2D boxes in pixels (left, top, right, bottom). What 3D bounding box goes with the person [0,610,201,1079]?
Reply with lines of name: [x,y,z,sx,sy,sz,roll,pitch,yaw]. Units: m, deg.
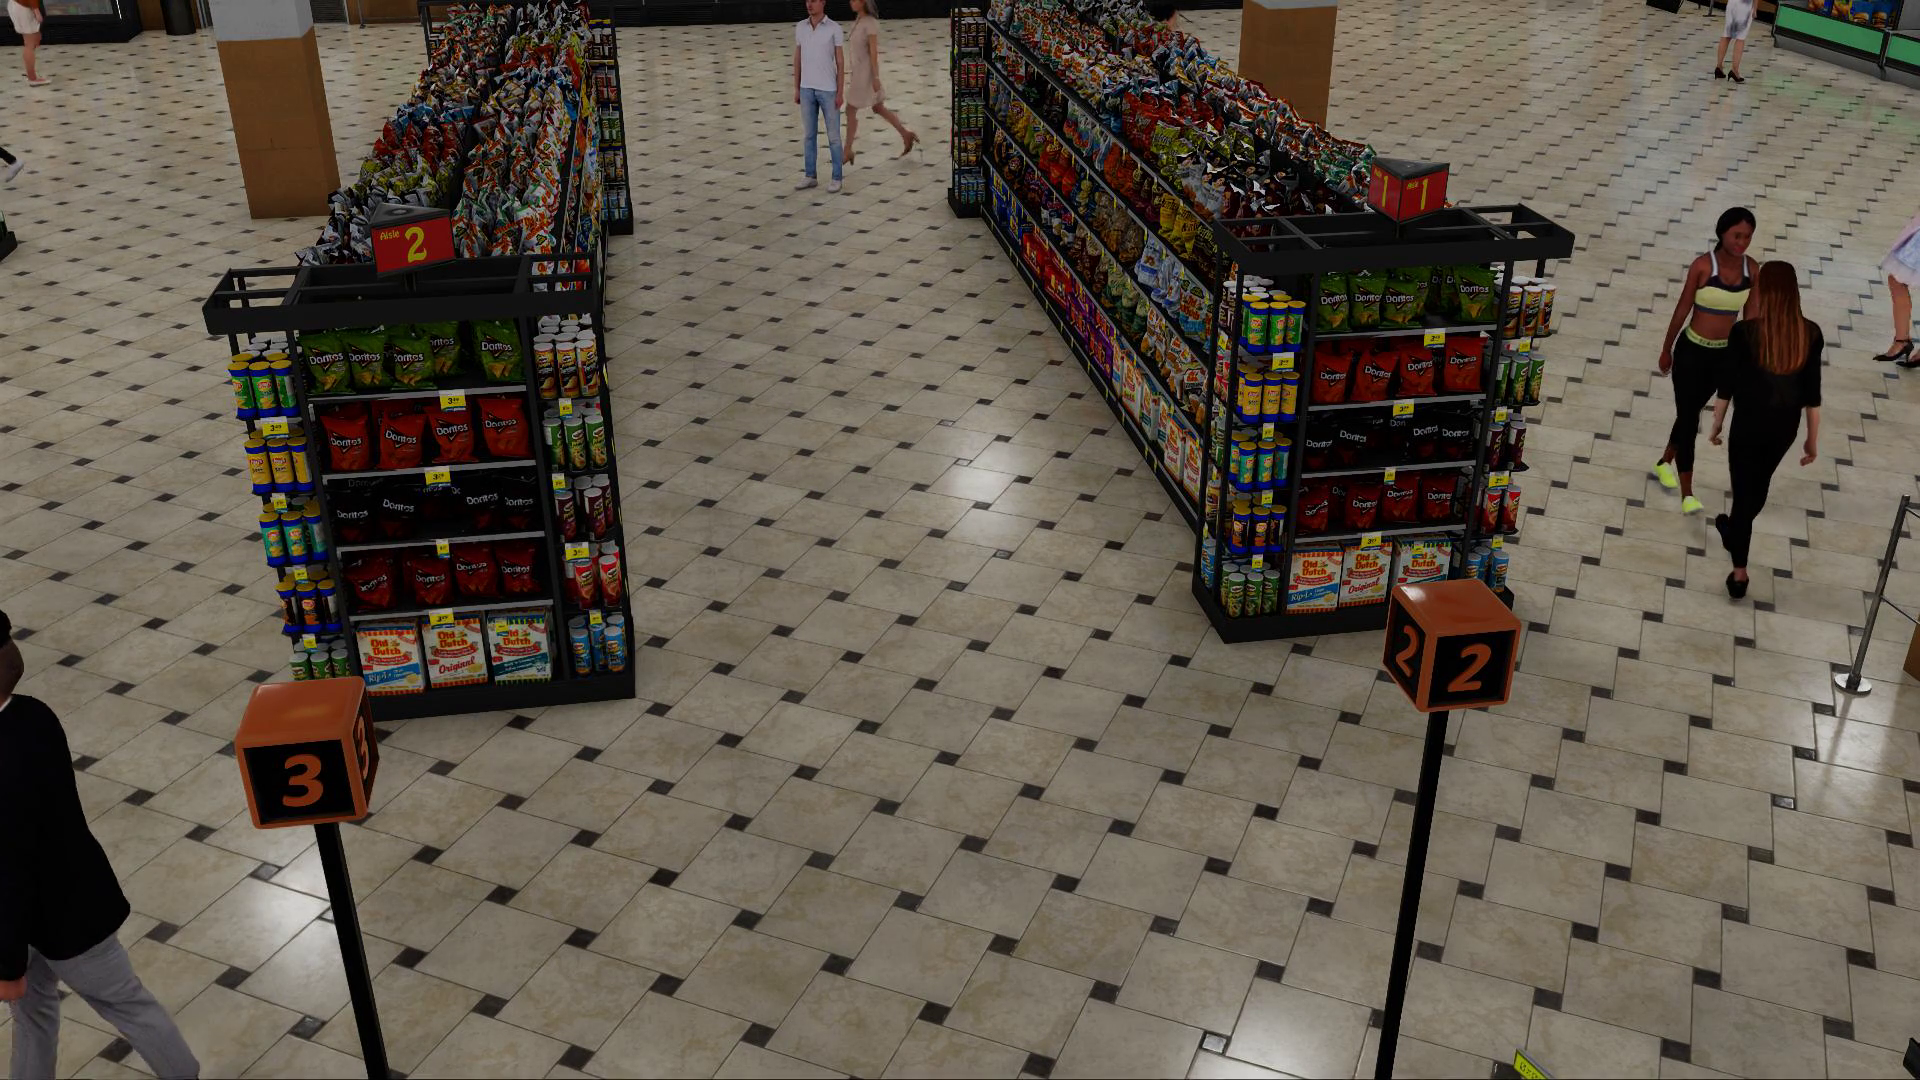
person: [-2.631,1.051,5.041,0.975,1.928,1.059,-13,30,-24]

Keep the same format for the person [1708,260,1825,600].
person: [4.085,-0.507,8.417,0.871,1.653,1.142,6,27,11]

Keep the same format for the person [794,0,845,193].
person: [-1.301,-4.187,15.454,0.730,1.851,0.728,10,29,19]

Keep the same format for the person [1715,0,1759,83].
person: [9.384,-6.419,19.966,0.683,1.751,0.541,-14,30,-25]

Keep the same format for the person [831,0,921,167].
person: [-0.823,-4.498,16.236,0.790,1.699,1.133,-8,28,-16]

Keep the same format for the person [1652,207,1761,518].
person: [4.167,-1.041,9.401,0.716,1.714,1.124,1,27,2]

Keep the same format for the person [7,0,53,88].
person: [-11.156,-6.229,19.640,0.731,1.707,0.804,20,33,35]
